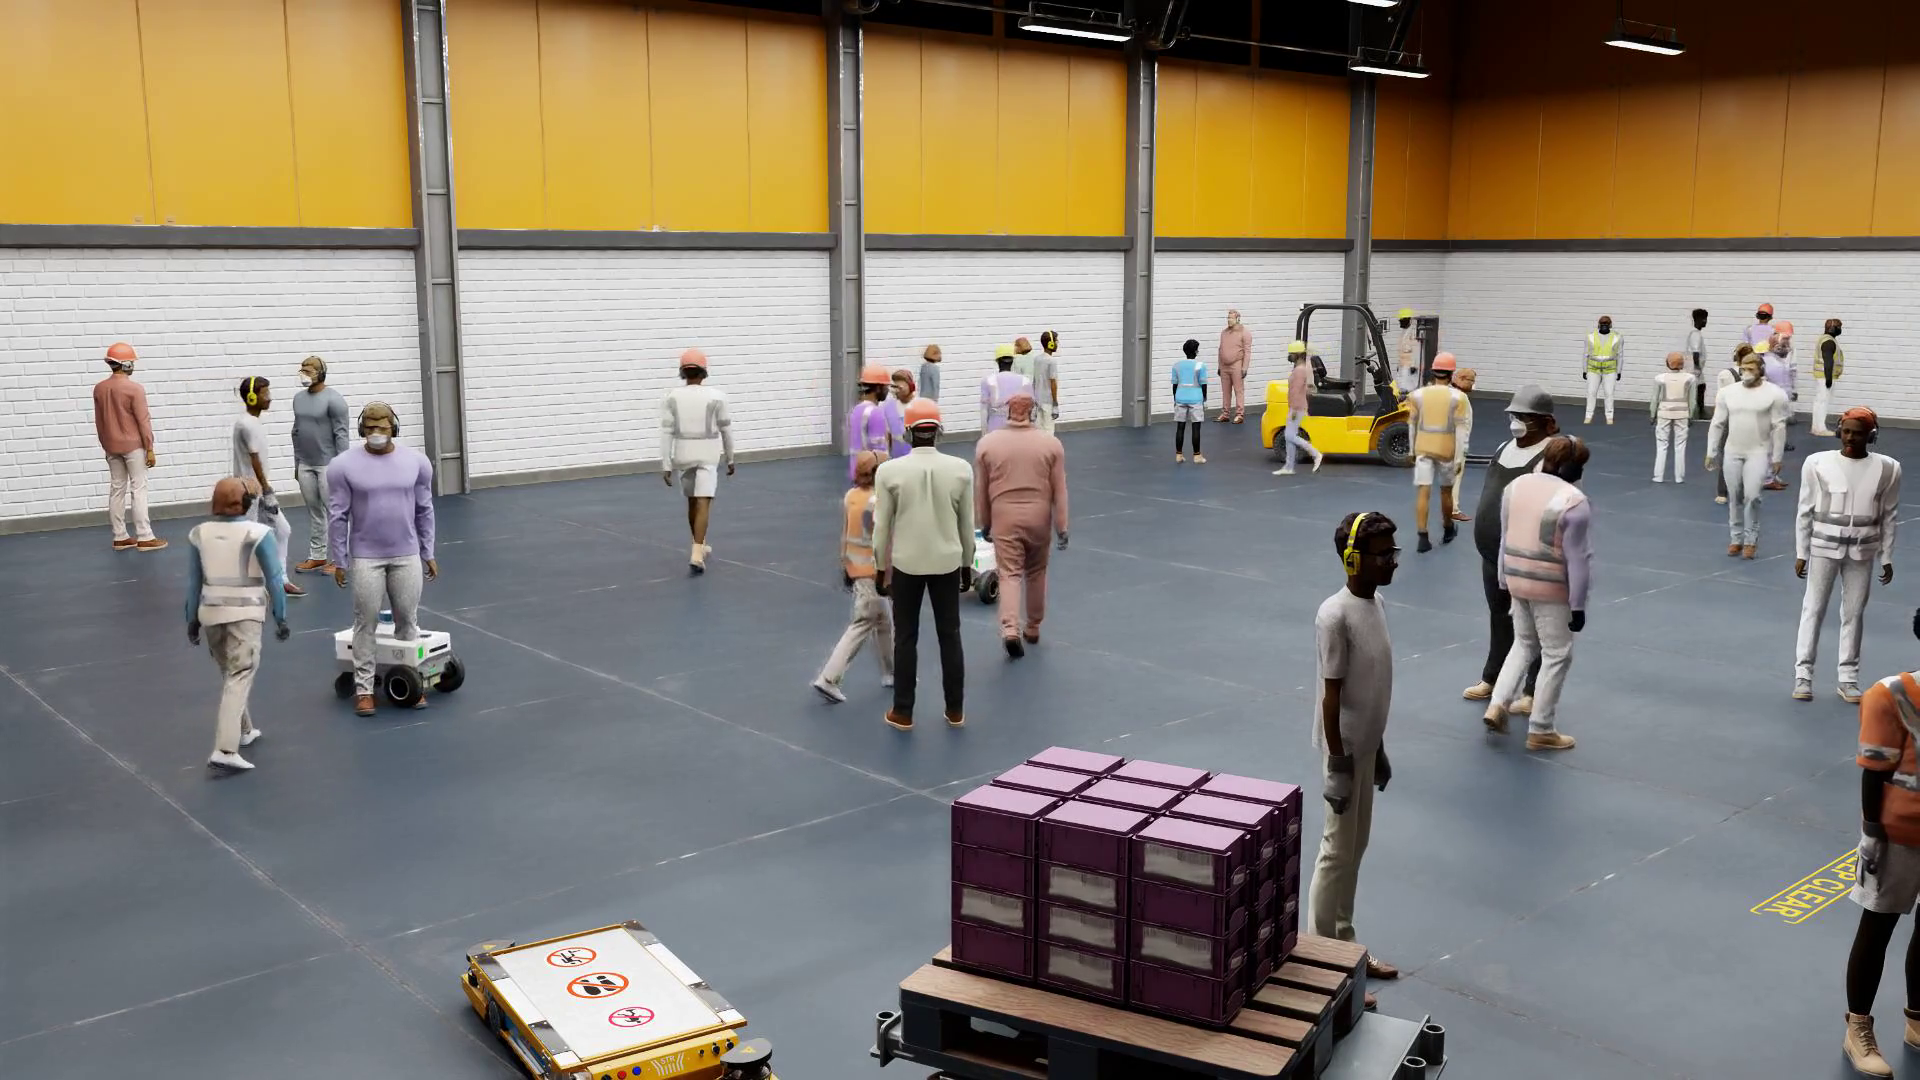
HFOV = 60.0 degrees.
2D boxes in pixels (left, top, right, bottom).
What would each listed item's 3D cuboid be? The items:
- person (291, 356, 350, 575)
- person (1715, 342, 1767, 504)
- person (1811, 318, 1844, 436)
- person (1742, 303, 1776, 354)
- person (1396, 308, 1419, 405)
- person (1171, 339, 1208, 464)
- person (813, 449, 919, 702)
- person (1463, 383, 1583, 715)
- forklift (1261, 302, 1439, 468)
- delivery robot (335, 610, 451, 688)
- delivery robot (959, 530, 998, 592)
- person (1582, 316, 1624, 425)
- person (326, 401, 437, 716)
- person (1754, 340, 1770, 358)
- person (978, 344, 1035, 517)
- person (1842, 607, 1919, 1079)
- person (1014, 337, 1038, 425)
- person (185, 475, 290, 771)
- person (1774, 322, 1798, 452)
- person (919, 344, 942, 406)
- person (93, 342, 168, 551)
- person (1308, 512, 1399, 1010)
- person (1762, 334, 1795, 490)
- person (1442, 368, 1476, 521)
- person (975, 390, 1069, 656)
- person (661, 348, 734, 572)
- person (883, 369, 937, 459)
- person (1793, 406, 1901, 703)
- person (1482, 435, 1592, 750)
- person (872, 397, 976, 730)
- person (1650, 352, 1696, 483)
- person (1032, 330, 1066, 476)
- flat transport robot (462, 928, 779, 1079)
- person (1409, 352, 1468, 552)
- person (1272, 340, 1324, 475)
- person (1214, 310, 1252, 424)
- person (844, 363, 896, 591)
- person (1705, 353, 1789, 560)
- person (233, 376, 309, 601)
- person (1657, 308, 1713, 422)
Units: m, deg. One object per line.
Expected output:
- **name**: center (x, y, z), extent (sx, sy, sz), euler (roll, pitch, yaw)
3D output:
- **person**: center (-5.670, -0.658, 14.737), extent (0.630, 1.940, 0.371), euler (5, 11, 26)
- **person**: center (8.825, -1.314, 18.848), extent (0.517, 1.843, 0.325), euler (4, 10, 20)
- **person**: center (13.652, -2.561, 26.165), extent (0.429, 1.841, 0.633), euler (4, 10, 21)
- **person**: center (13.221, -2.885, 27.464), extent (0.609, 2.044, 0.394), euler (8, 12, 37)
- **person**: center (7.843, -3.117, 29.203), extent (0.453, 1.909, 0.613), euler (-2, 10, -9)
- **person**: center (3.120, -1.874, 22.574), extent (0.531, 1.692, 0.320), euler (6, 11, 31)
- **person**: center (-0.607, 0.222, 10.610), extent (0.841, 1.606, 0.523), euler (-6, 11, -30)
- **person**: center (3.448, 0.049, 10.299), extent (0.538, 2.000, 0.683), euler (-4, 11, -24)
- **forklift**: center (5.320, -2.157, 22.763), extent (2.313, 2.155, 1.214), euler (3, 10, 16)
- **delivery robot**: center (-3.616, 0.692, 10.602), extent (0.707, 0.478, 0.477), euler (3, 10, 20)
- **delivery robot**: center (0.163, 0.158, 13.727), extent (0.477, 0.478, 0.707), euler (5, 11, 28)
- **person**: center (10.745, -2.834, 27.821), extent (0.643, 1.832, 0.431), euler (4, 11, 24)
- **person**: center (-3.549, 0.107, 10.260), extent (0.634, 1.936, 0.351), euler (-5, 11, -29)
- **person**: center (10.278, -1.700, 21.404), extent (0.529, 1.753, 0.582), euler (5, 11, 25)
- **person**: center (0.555, -1.177, 18.014), extent (0.758, 1.874, 0.552), euler (-4, 10, -20)
- **person**: center (3.305, 1.007, 5.694), extent (0.532, 1.698, 0.319), euler (-2, 10, -10)
- **person**: center (0.963, -2.175, 24.555), extent (0.305, 1.624, 0.506), euler (9, 13, 43)
- **person**: center (-4.052, 0.452, 9.242), extent (0.544, 1.597, 0.793), euler (1, 10, 6)
- **person**: center (11.844, -2.227, 24.126), extent (0.553, 1.878, 1.029), euler (-2, 10, -13)
- **person**: center (-0.495, -1.899, 22.956), extent (0.547, 1.618, 0.513), euler (-5, 11, -27)
- **person**: center (-7.958, -0.886, 15.906), extent (0.611, 1.995, 0.380), euler (3, 10, 18)
- **person**: center (1.512, 0.817, 6.315), extent (0.328, 1.867, 0.513), euler (6, 11, 30)
- **person**: center (9.823, -1.539, 20.067), extent (0.437, 1.894, 0.683), euler (4, 10, 21)
- **person**: center (5.336, -1.024, 17.769), extent (0.280, 1.633, 0.498), euler (1, 10, 4)
- **person**: center (0.439, -0.121, 11.802), extent (0.657, 1.868, 0.830), euler (0, 10, -2)
- **person**: center (-2.387, -0.726, 15.007), extent (0.612, 1.992, 1.088), euler (1, 10, 5)
- **person**: center (-0.511, -0.680, 15.329), extent (0.750, 1.796, 0.541), euler (6, 11, 30)
- **person**: center (5.584, 0.092, 10.508), extent (0.574, 1.884, 0.360), euler (3, 10, 17)
- **person**: center (3.311, 0.300, 9.502), extent (0.509, 1.814, 0.662), euler (-4, 11, -23)
- **person**: center (-0.220, 0.138, 9.976), extent (0.632, 1.981, 0.433), euler (-2, 10, -14)
- **person**: center (8.825, -1.509, 20.621), extent (0.515, 1.631, 0.333), euler (3, 10, 19)
- **person**: center (1.116, -1.739, 21.263), extent (0.334, 1.873, 0.517), euler (-5, 11, -27)
- **flat transport robot**: center (-1.237, 1.689, 5.871), extent (0.652, 0.197, 1.431), euler (-6, 11, -32)
- **person**: center (4.620, -0.861, 16.060), extent (0.567, 1.886, 0.976), euler (5, 11, 28)
- **person**: center (4.337, -1.678, 21.254), extent (0.557, 1.750, 0.543), euler (1, 10, 5)
- **person**: center (4.588, -2.914, 28.038), extent (0.408, 1.909, 0.638), euler (-9, 13, -41)
- **person**: center (-0.721, -0.508, 13.876), extent (0.440, 1.929, 0.595), euler (-4, 11, -24)
- **person**: center (7.274, -0.774, 15.476), extent (0.645, 1.921, 0.629), euler (9, 13, 43)
- **person**: center (-5.622, -0.396, 13.479), extent (0.729, 1.844, 0.504), euler (-2, 10, -14)
- **person**: center (12.427, -2.974, 28.289), extent (0.830, 1.947, 0.612), euler (4, 10, 22)
